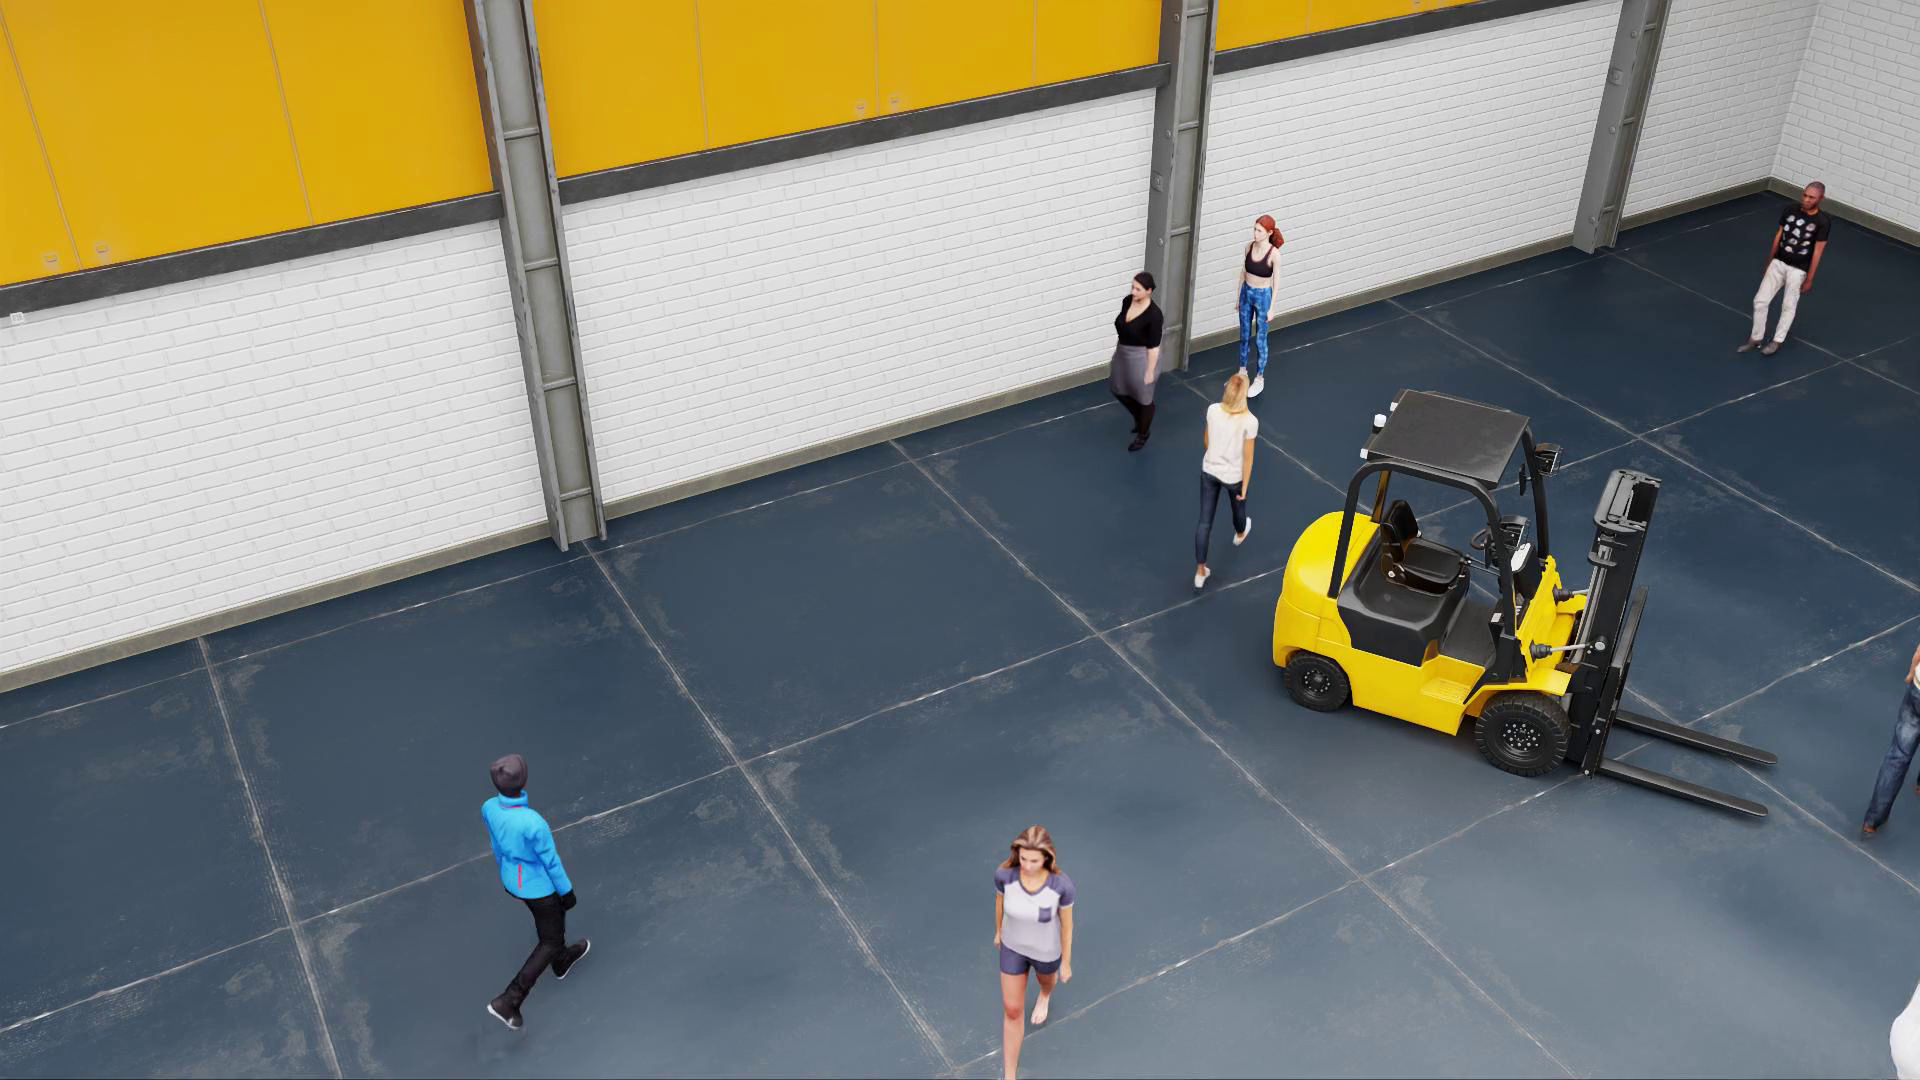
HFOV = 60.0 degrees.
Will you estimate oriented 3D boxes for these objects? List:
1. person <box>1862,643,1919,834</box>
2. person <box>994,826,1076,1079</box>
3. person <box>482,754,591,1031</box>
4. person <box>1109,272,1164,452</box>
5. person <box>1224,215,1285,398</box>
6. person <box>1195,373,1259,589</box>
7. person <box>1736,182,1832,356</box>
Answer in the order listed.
[{"bbox_3d":[6.168,1.100,10.594,1.291,1.804,0.885,-27,42,-35],"label":"person"},{"bbox_3d":[0.422,2.174,9.094,1.082,1.676,1.142,8,35,12],"label":"person"},{"bbox_3d":[-2.440,1.975,9.302,0.903,1.778,1.141,20,39,28],"label":"person"},{"bbox_3d":[1.641,-1.591,14.698,0.711,1.743,0.682,-21,39,-28],"label":"person"},{"bbox_3d":[2.774,-2.196,15.571,0.635,1.785,0.630,-28,43,-35],"label":"person"},{"bbox_3d":[2.014,-0.424,12.930,1.035,1.757,1.224,15,36,21],"label":"person"},{"bbox_3d":[8.183,-2.669,16.276,0.797,1.792,0.741,-24,40,-31],"label":"person"}]
